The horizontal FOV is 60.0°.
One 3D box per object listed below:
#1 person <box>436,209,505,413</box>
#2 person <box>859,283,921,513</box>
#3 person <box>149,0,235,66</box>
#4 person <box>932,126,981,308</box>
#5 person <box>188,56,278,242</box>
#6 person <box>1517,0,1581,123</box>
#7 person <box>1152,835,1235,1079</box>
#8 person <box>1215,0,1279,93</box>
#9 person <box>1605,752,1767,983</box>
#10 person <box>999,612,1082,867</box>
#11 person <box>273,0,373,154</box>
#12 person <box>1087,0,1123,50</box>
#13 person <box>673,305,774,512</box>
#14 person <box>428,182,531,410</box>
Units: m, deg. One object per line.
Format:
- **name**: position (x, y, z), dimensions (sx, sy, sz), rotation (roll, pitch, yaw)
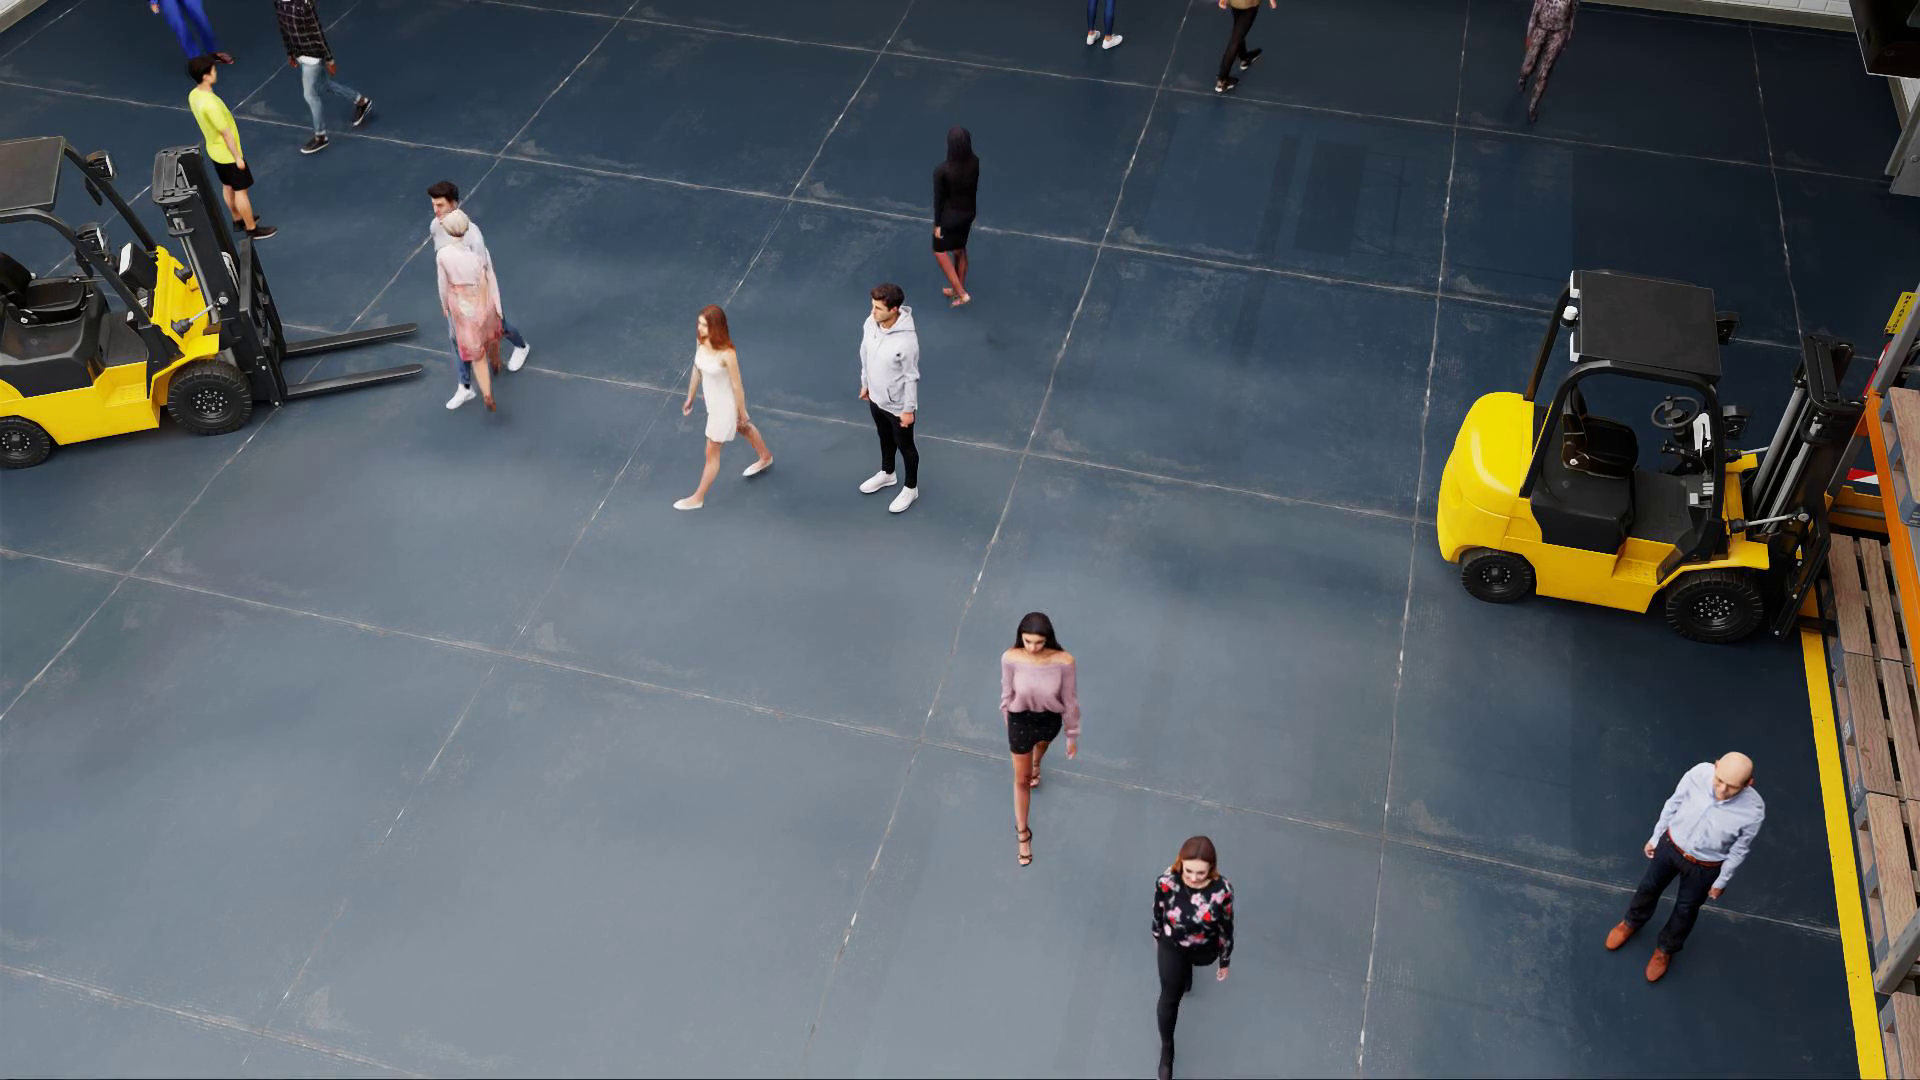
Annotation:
- **person**: position (-3.765, -1.744, 12.920), dimensions (0.972, 1.653, 1.147), rotation (-13, 45, -14)
- **person**: position (-0.482, -1.054, 11.995), dimensions (0.778, 1.930, 0.773), rotation (34, 53, 30)
- **person**: position (-7.909, -5.544, 16.790), dimensions (0.957, 1.817, 0.877), rotation (32, 52, 29)
- **person**: position (0.016, -2.631, 13.809), dimensions (0.822, 1.711, 0.877), rotation (-25, 49, -24)
- **person**: position (-6.495, -3.450, 14.671), dimensions (0.694, 1.707, 0.700), rotation (-34, 53, -31)
- **person**: position (5.759, -4.976, 16.276), dimensions (0.626, 1.703, 0.846), rotation (6, 44, 6)
- **person**: position (1.247, 2.074, 8.916), dimensions (0.710, 1.647, 1.103), rotation (4, 44, 5)
- **person**: position (2.779, -5.349, 16.585), dimensions (1.184, 1.817, 1.043), rotation (-31, 52, -29)
- **person**: position (4.024, 1.741, 9.163), dimensions (0.757, 1.790, 0.735), rotation (-33, 52, -30)
- **person**: position (0.467, 1.028, 9.933), dimensions (0.791, 1.759, 1.137), rotation (2, 44, 2)
- **person**: position (-6.119, -4.655, 15.885), dimensions (0.964, 1.779, 1.253), rotation (25, 49, 24)
- **person**: position (1.509, -6.001, 17.300), dimensions (0.660, 1.775, 0.635), rotation (27, 50, 26)
- **person**: position (-1.663, -1.039, 12.179), dimensions (1.180, 1.654, 1.035), rotation (-27, 50, -26)
- **person**: position (-3.763, -1.988, 13.032), dimensions (0.772, 1.852, 1.197), rotation (16, 46, 16)
